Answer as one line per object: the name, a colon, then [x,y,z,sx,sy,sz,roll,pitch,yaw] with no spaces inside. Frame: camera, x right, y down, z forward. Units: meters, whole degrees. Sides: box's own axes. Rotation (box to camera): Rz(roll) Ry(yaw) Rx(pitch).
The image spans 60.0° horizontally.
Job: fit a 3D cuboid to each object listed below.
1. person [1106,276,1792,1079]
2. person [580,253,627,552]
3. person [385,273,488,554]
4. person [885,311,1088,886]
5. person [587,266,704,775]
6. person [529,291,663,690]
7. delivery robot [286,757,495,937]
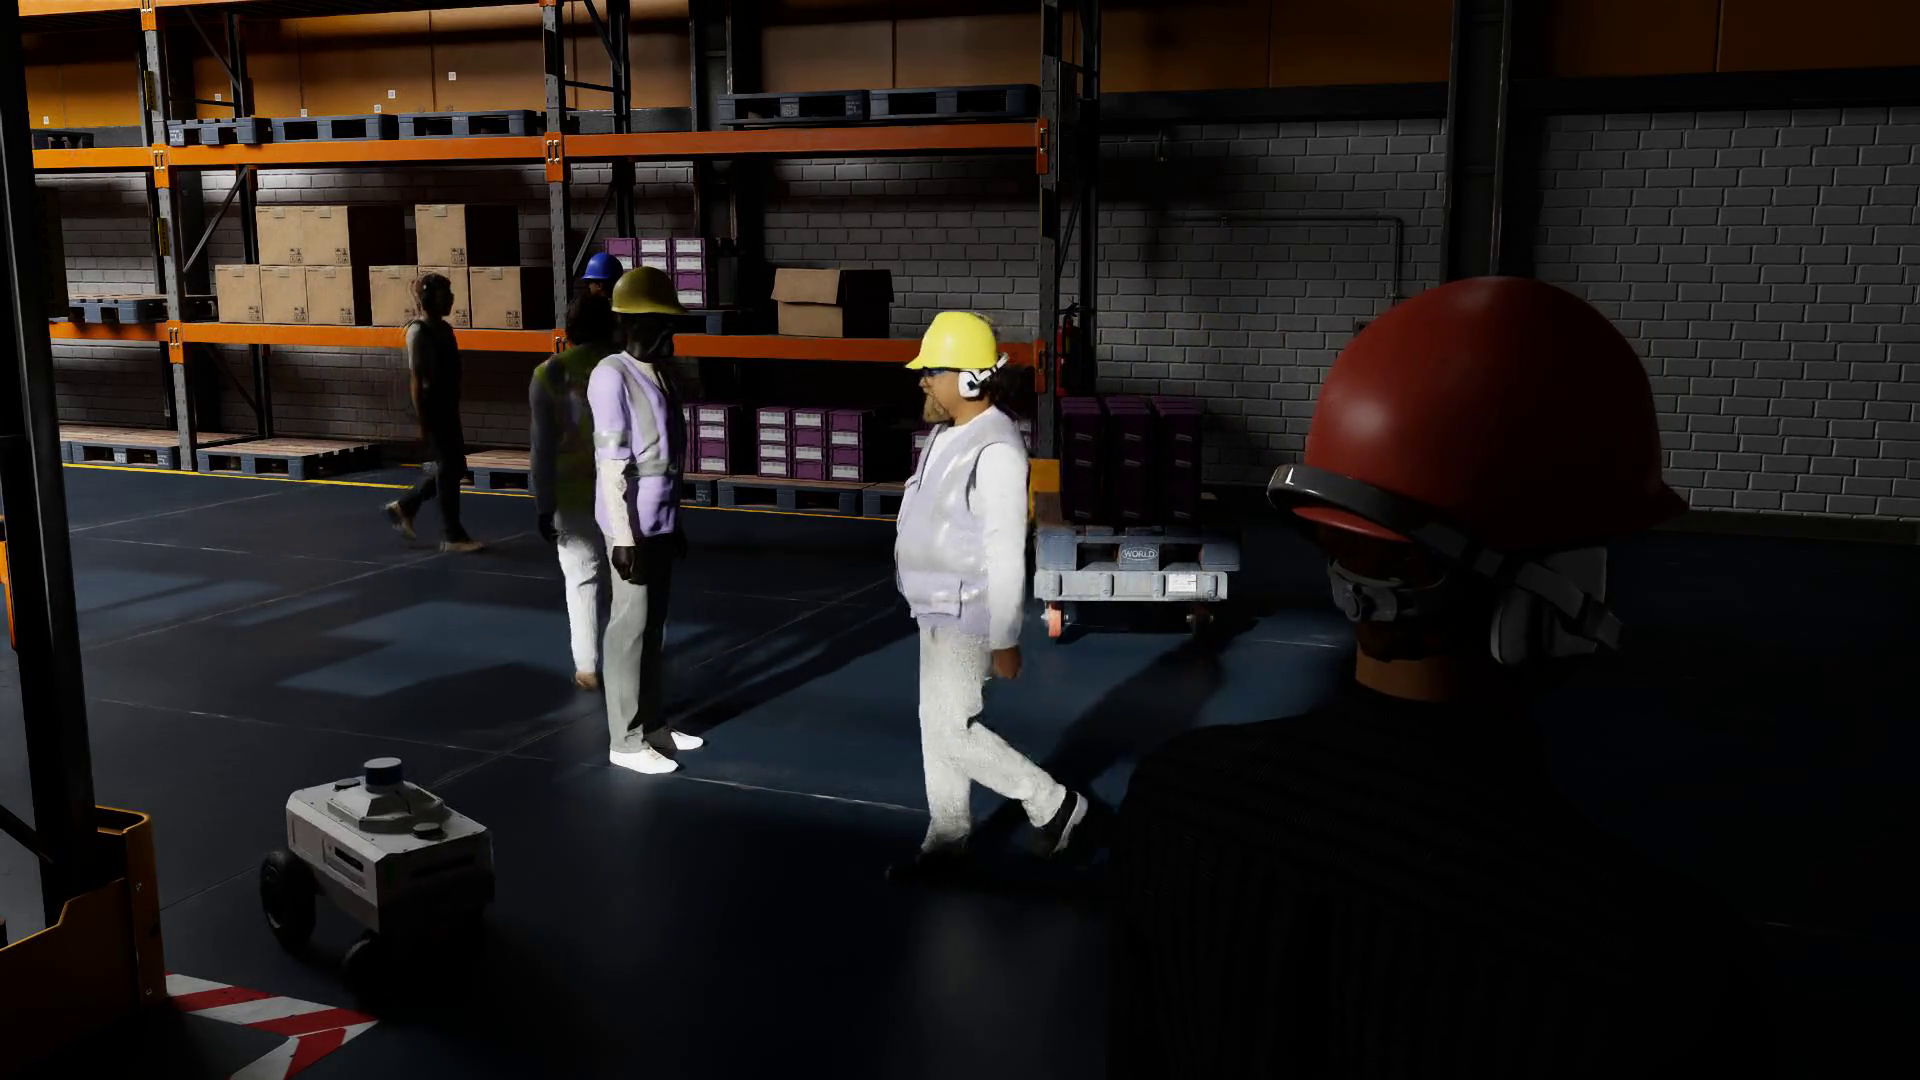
person: [0.367,0.797,1.347,0.379,1.996,0.611,-7,13,-36]
person: [-2.276,-0.894,10.897,0.389,1.948,0.608,3,11,14]
person: [-3.436,-0.813,10.790,0.639,1.826,0.525,1,10,7]
person: [0.058,0.201,5.169,0.536,1.817,0.598,-3,11,-14]
person: [-1.205,-0.079,6.415,0.372,1.928,0.584,2,10,10]
person: [-1.544,-0.183,7.333,0.664,1.816,0.681,-4,11,-23]
delivery robot: [-1.626,0.863,4.730,0.477,0.478,0.707,-9,14,-42]
